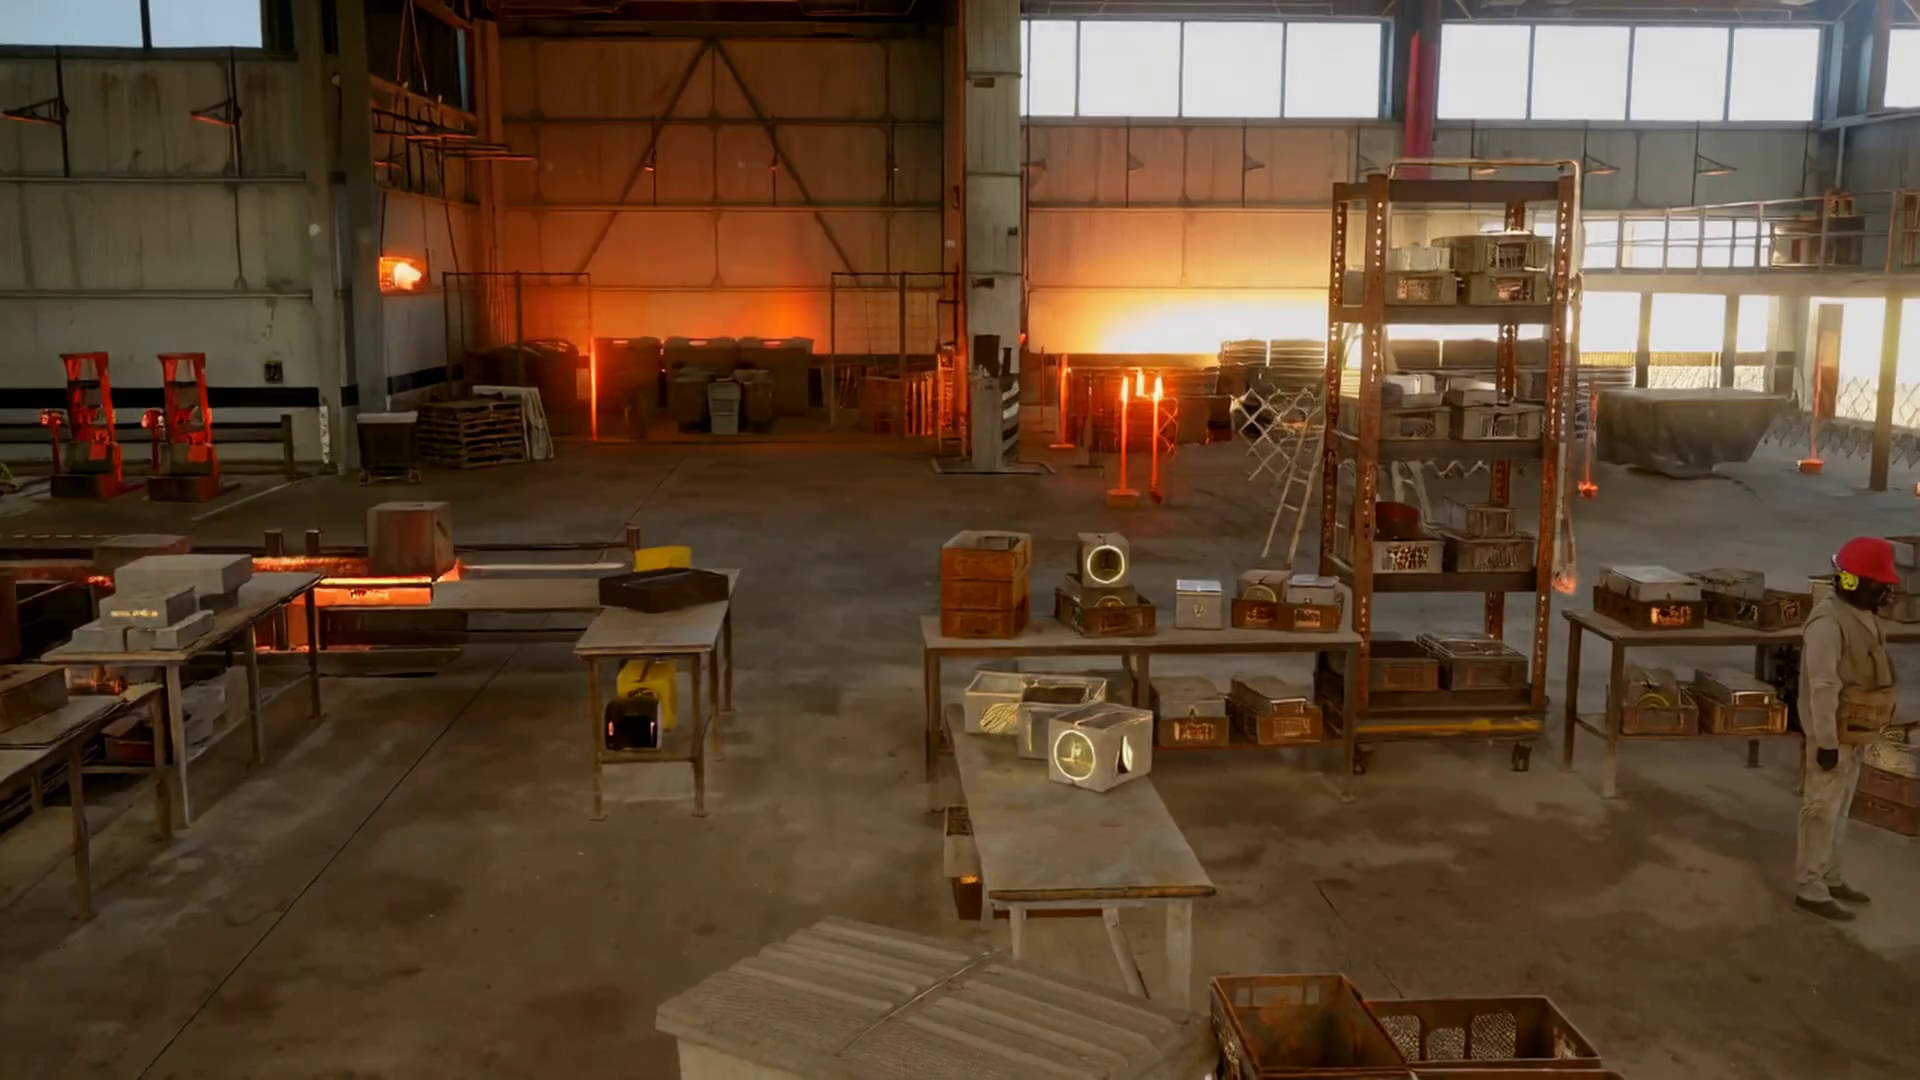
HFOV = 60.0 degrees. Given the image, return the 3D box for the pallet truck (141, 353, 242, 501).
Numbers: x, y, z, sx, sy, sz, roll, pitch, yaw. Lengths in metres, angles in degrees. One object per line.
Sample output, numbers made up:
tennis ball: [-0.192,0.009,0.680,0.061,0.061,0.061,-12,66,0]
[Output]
pallet truck: [-10.520,-1.604,22.925,0.823,1.965,1.885,-1,9,-6]

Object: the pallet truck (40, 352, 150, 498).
pallet truck: [-11.907,-1.642,23.165,0.823,1.965,1.885,0,9,0]

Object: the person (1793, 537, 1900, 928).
person: [4.171,0.884,7.846,0.403,1.825,0.586,8,12,41]

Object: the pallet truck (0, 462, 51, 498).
pallet truck: [-13.193,-1.293,23.148,0.653,1.274,1.630,-1,9,-4]
